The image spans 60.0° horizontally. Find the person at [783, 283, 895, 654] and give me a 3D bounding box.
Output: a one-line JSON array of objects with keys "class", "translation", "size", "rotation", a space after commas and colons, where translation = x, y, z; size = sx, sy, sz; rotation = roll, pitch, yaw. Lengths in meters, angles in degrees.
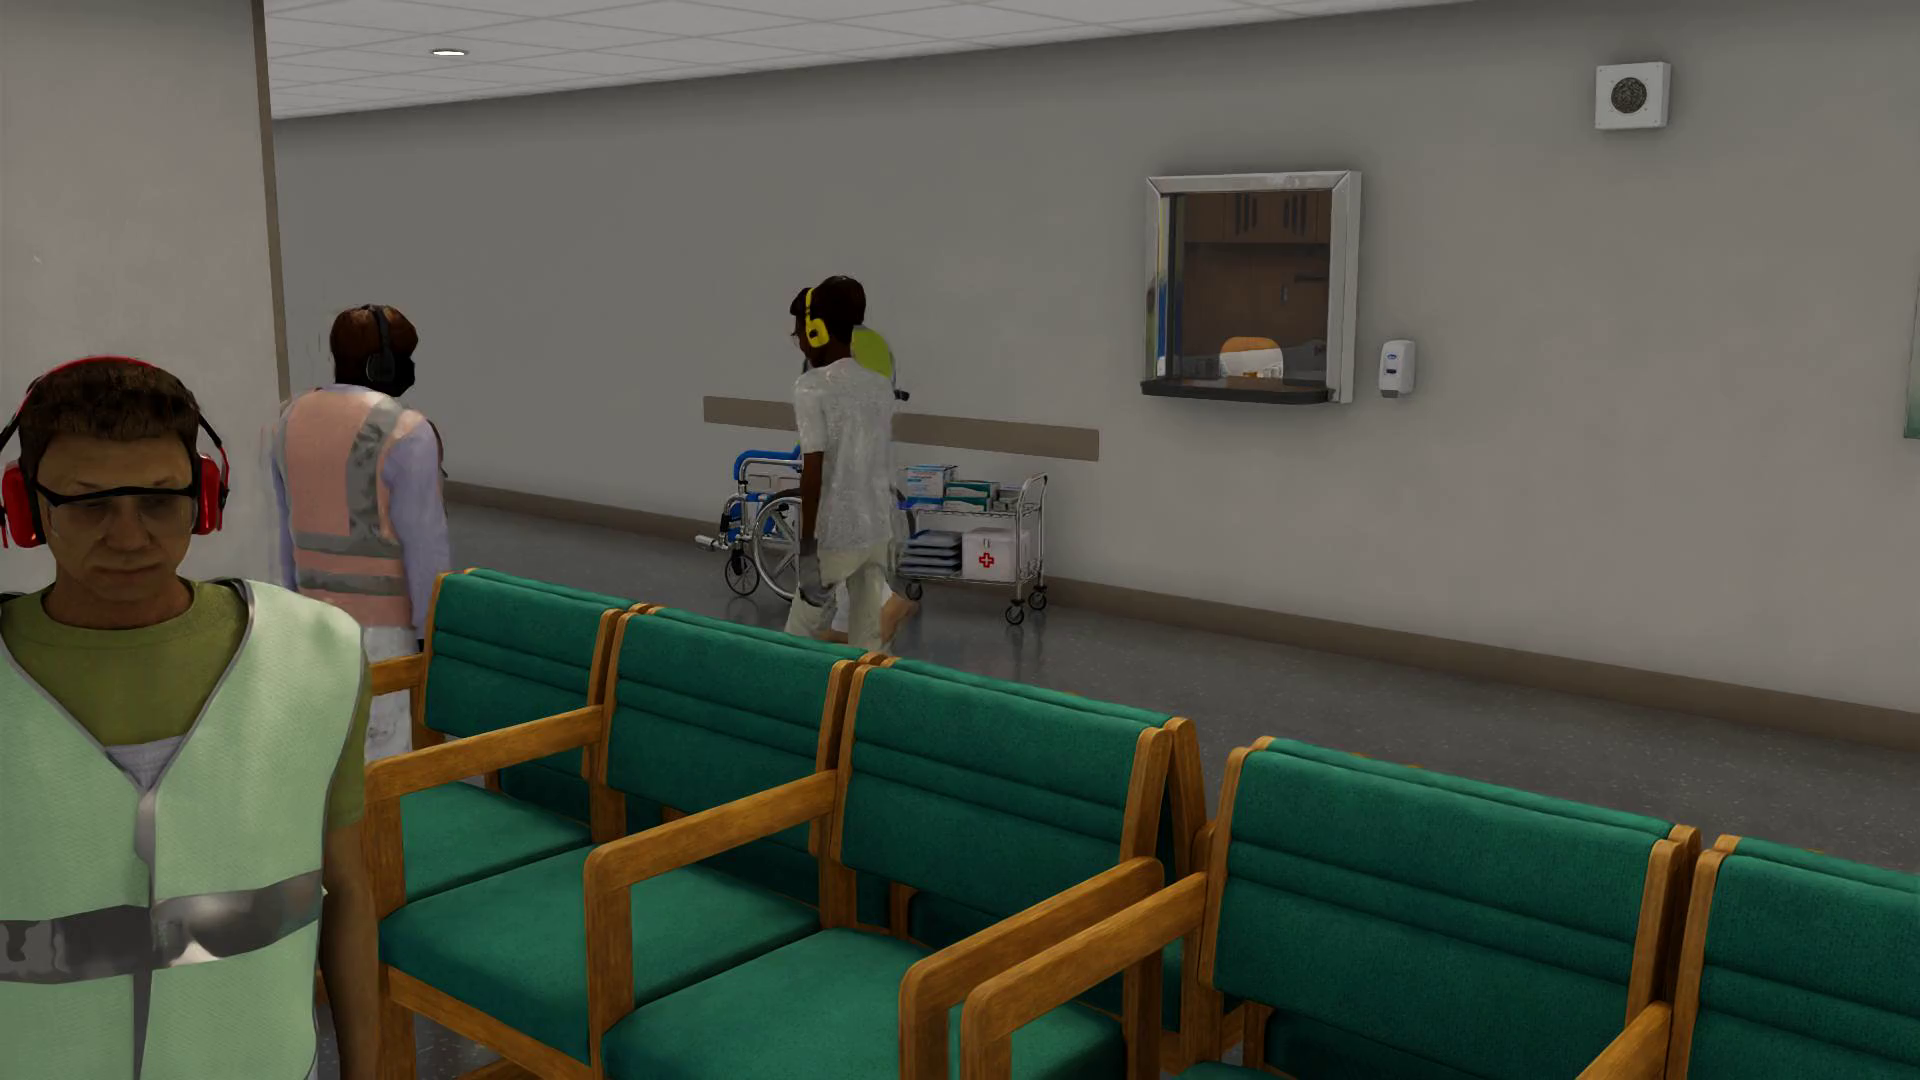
[{"class": "person", "translation": [-0.451, 0.026, 5.847], "size": [0.667, 1.830, 0.546], "rotation": [9, 13, 40]}]

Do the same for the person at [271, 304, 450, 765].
[{"class": "person", "translation": [-1.778, 0.215, 4.882], "size": [0.623, 1.809, 0.906], "rotation": [6, 12, 32]}]

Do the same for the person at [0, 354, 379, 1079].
[{"class": "person", "translation": [-0.976, 0.696, 2.026], "size": [0.565, 1.840, 0.390], "rotation": [-7, 12, -34]}]

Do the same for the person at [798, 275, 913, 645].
[{"class": "person", "translation": [-0.495, -0.337, 7.939], "size": [0.566, 1.831, 0.637], "rotation": [5, 11, 27]}]
